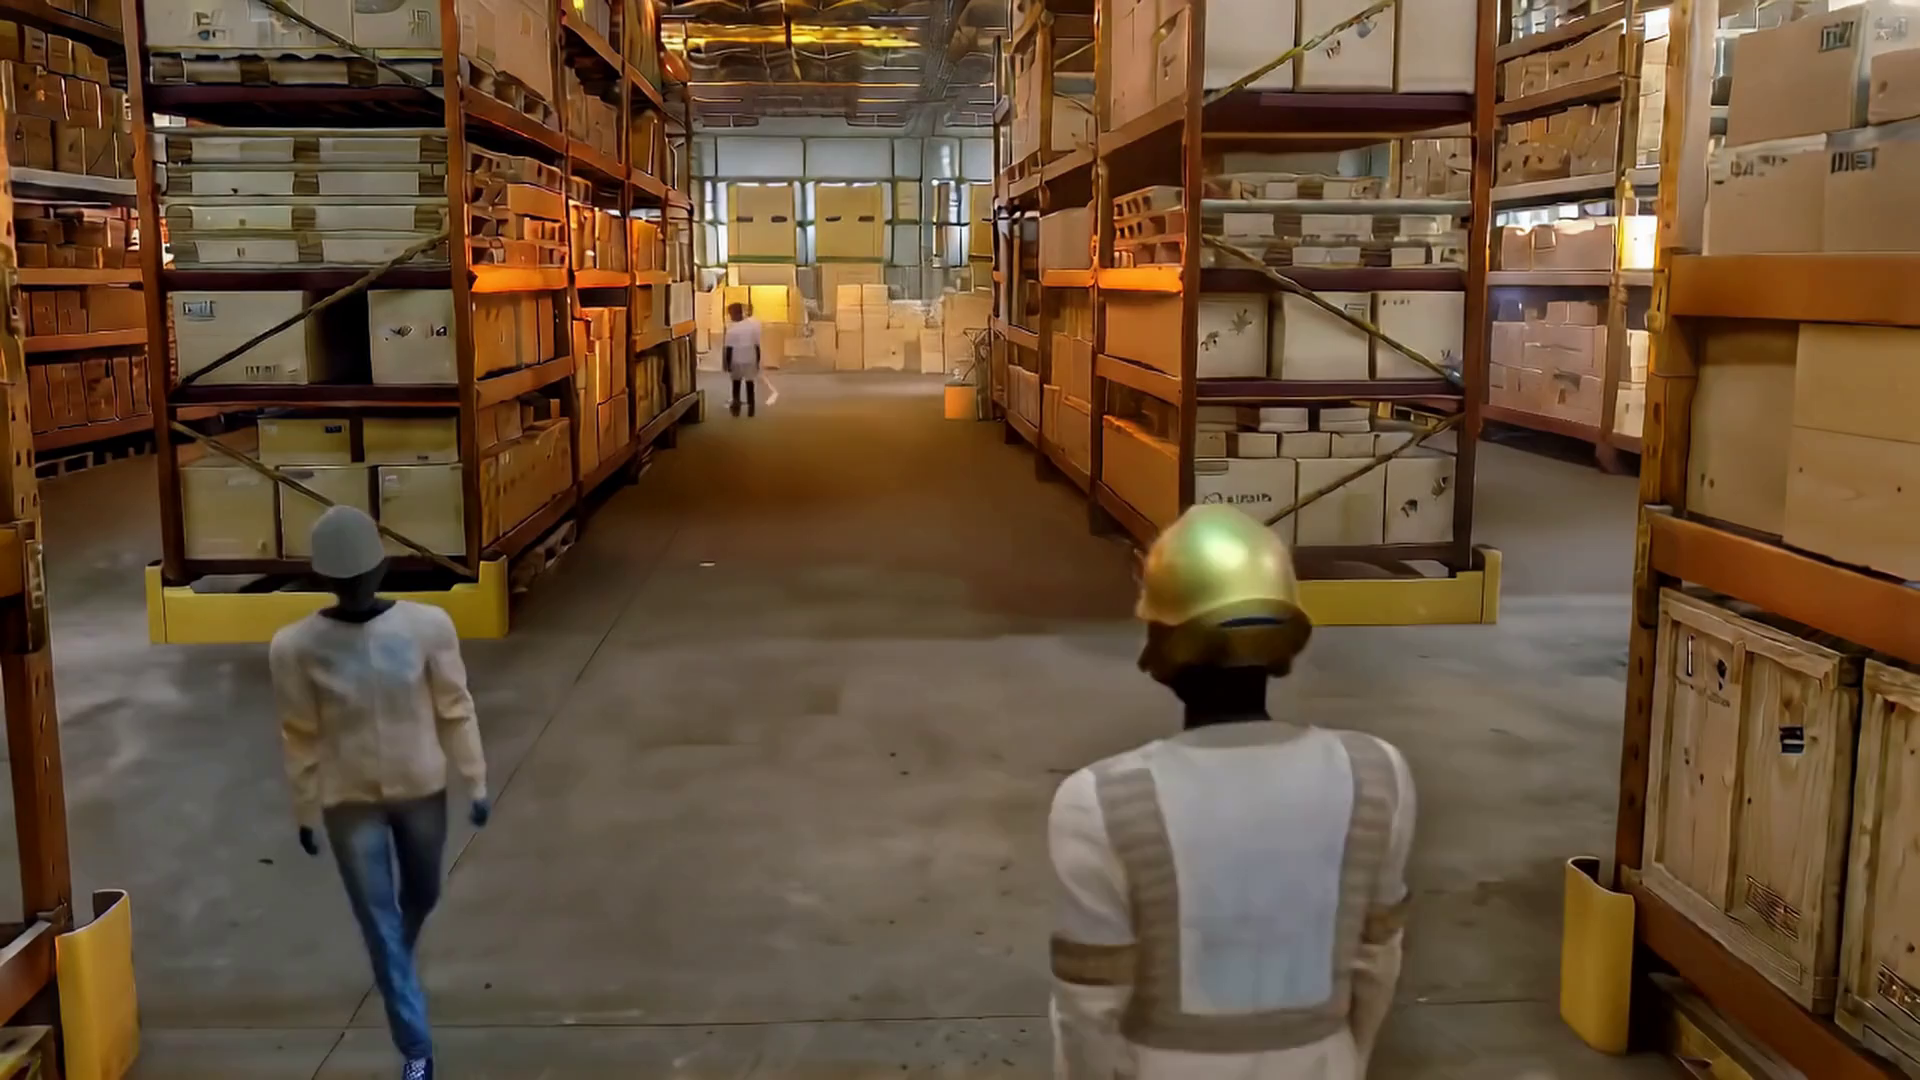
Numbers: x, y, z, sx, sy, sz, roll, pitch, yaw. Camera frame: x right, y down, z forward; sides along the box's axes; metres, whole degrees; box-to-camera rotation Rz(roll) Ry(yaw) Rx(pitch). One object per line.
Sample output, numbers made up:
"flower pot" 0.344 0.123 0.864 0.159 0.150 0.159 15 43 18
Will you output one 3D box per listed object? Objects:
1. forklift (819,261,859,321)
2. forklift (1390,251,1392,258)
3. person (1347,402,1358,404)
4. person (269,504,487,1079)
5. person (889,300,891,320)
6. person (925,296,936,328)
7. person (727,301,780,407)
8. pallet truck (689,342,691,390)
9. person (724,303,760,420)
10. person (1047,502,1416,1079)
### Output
"forklift" -3.792 -7.756 54.530 1.129 2.768 1.873 -5 10 -29
"forklift" 8.384 -4.323 32.975 1.129 2.768 1.873 -1 9 -4
"person" 5.638 -2.279 24.138 0.515 1.605 0.827 1 9 5
"person" -1.722 0.718 4.947 0.561 1.727 0.778 -4 10 -23
"person" -2.647 -7.393 55.344 1.034 1.877 0.659 -6 11 -32
"person" -1.016 -7.708 58.139 0.408 1.623 0.585 -8 12 -42
"person" -3.716 -3.344 29.884 0.903 1.914 0.635 -4 10 -24
"pallet truck" -5.225 -3.008 27.480 1.885 1.965 0.823 2 9 14
"person" -3.562 -2.923 27.254 0.639 1.893 1.042 -3 10 -19
"person" 0.418 0.926 2.790 0.618 1.989 1.038 -1 9 -8
